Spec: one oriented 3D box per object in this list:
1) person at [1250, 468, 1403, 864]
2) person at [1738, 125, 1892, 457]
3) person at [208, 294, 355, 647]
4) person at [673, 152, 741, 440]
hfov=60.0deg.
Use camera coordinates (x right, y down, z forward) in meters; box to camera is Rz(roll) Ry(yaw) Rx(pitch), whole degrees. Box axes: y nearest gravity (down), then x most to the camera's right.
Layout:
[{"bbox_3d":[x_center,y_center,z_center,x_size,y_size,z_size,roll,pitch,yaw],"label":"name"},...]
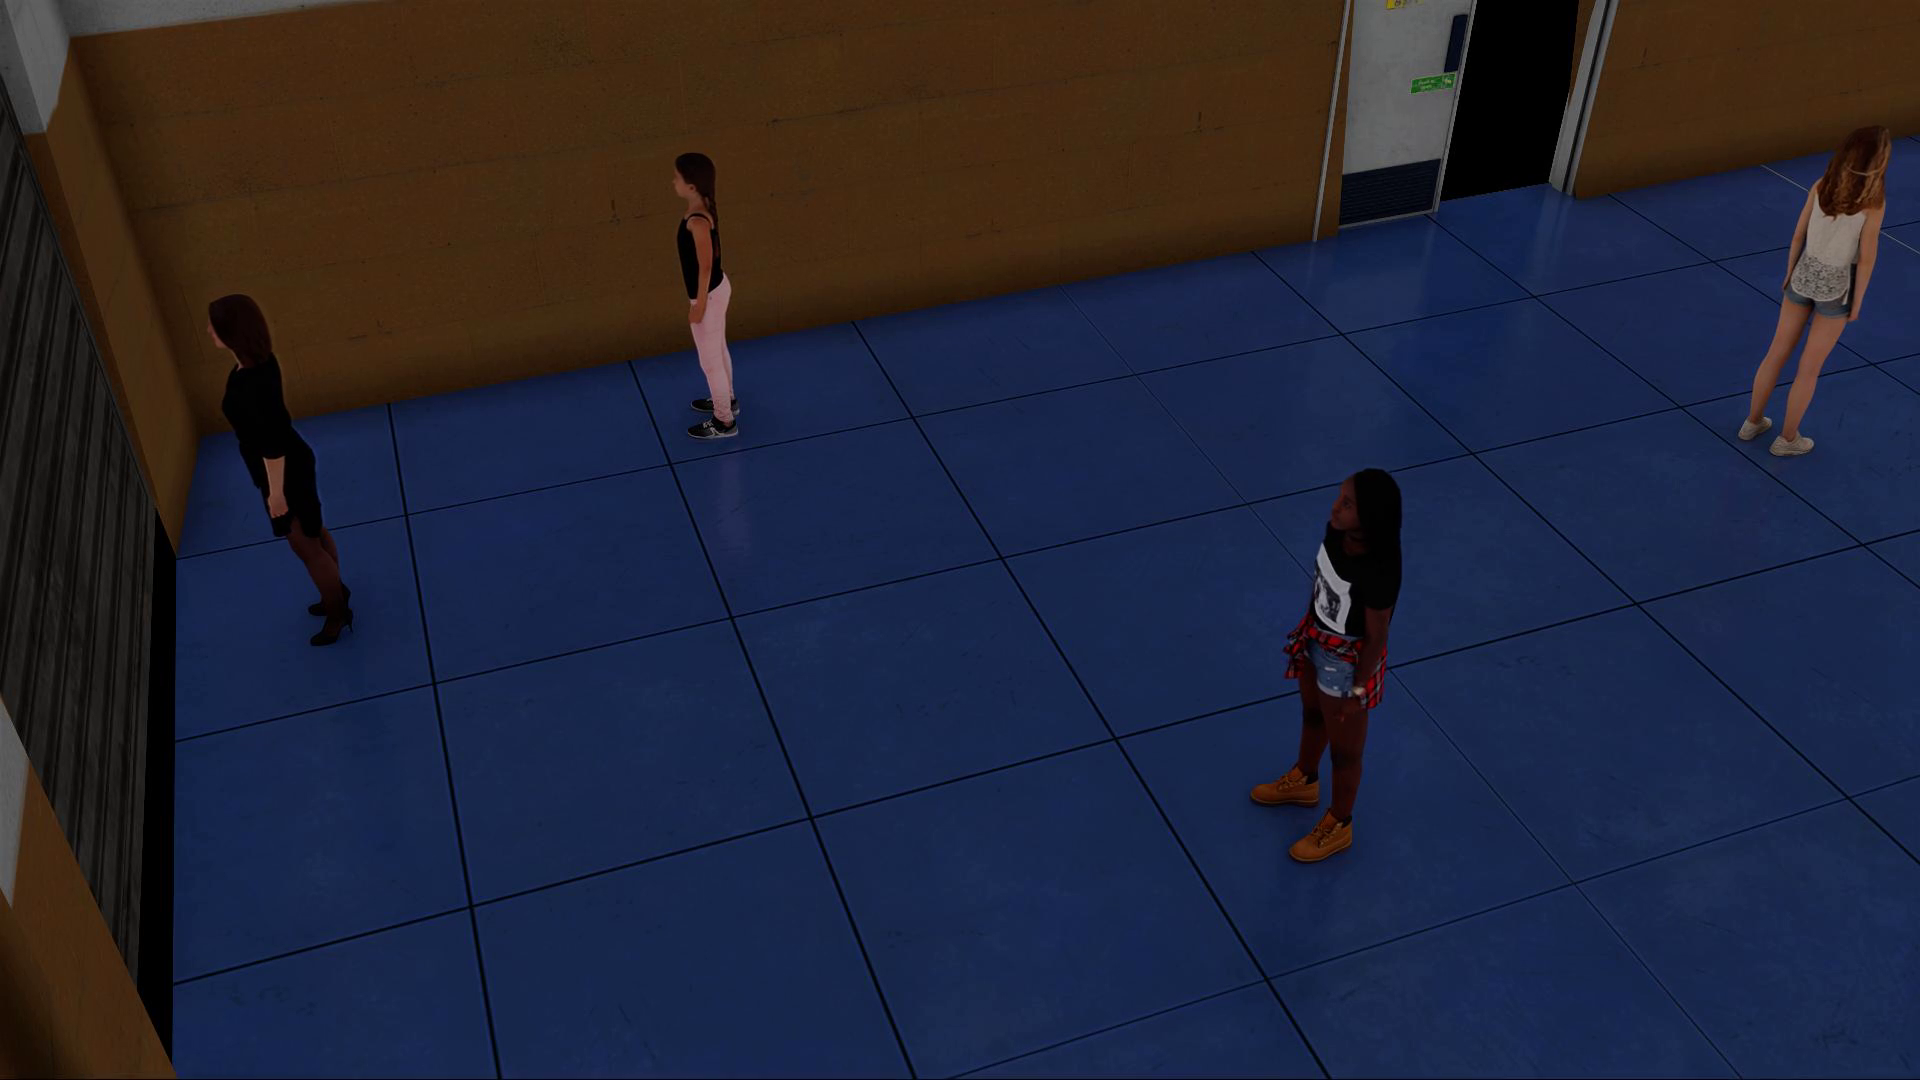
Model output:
[{"bbox_3d":[1.395,0.453,6.107,0.689,1.728,0.546,-9,38,-11],"label":"person"},{"bbox_3d":[4.291,-1.231,8.323,0.670,1.759,0.511,-20,41,-25],"label":"person"},{"bbox_3d":[-2.876,-0.283,7.091,0.654,1.705,0.439,-10,38,-13],"label":"person"},{"bbox_3d":[-1.296,-1.251,8.511,0.654,1.565,0.541,0,37,0],"label":"person"}]
